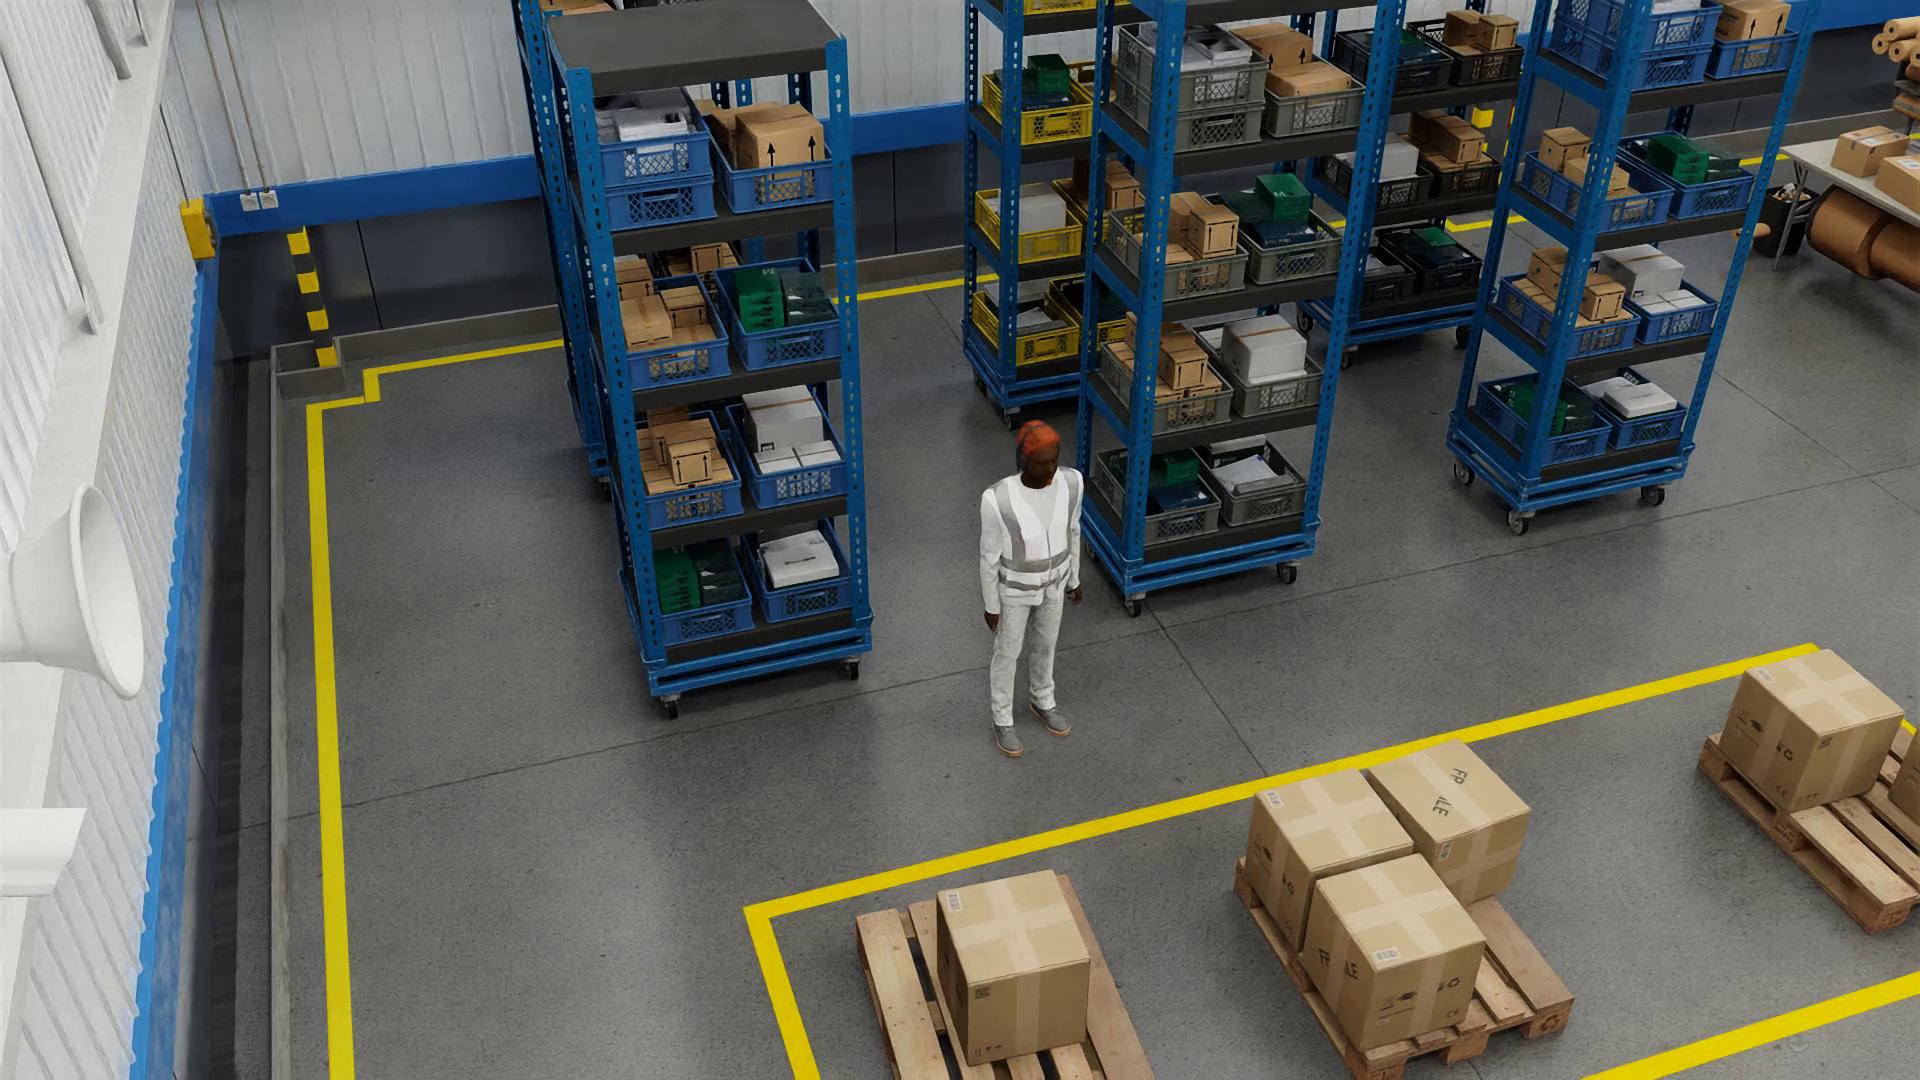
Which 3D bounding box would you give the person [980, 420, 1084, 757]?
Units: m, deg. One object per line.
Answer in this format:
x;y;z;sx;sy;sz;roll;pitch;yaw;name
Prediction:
0.363;0.242;8.311;0.573;1.884;0.356;-19;39;-24;person
